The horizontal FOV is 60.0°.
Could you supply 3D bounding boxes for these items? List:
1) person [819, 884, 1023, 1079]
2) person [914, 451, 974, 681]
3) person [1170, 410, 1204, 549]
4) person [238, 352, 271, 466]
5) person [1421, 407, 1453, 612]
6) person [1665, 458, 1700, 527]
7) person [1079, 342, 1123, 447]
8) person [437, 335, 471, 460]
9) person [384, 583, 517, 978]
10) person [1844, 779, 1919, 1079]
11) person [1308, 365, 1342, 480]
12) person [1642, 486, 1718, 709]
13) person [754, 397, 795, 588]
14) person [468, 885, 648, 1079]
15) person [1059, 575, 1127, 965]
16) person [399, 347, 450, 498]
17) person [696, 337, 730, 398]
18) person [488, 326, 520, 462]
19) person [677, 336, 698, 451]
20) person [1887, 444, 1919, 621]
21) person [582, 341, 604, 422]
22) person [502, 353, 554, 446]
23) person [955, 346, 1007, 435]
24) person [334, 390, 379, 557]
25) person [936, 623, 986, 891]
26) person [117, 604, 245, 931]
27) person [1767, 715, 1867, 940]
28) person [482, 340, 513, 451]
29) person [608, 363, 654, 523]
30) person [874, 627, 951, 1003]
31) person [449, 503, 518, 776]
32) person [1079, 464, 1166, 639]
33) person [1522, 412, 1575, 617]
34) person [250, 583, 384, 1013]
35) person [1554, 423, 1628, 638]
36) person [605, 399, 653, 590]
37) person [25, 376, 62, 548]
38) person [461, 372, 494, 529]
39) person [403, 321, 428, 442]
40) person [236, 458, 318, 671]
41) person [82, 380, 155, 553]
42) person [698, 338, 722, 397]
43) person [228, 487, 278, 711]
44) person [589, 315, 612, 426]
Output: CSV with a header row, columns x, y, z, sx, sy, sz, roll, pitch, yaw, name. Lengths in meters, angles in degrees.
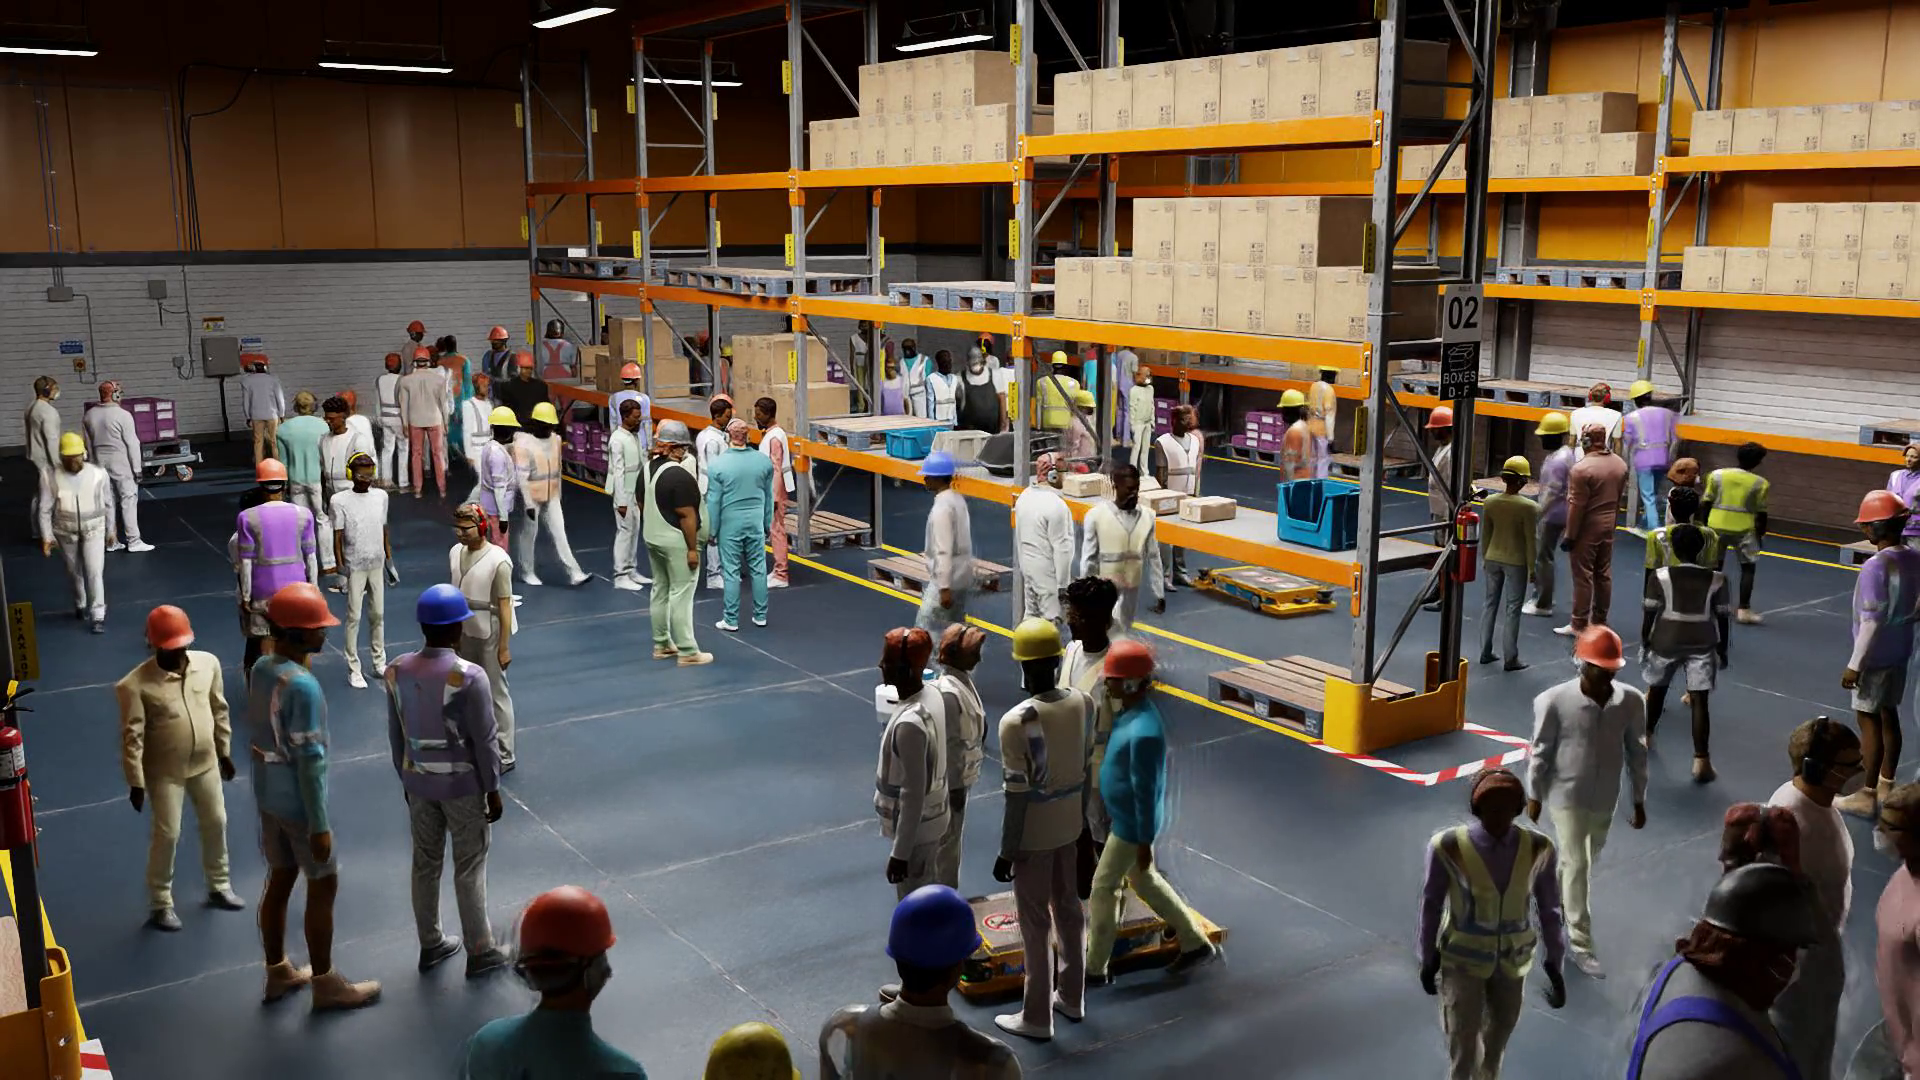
x,y,z,sx,sy,sz,roll,pitch,yaw,name
-0.088,1.870,4.519,0.618,1.945,0.394,5,12,24,person
-0.136,0.280,12.688,0.507,1.930,0.636,3,11,15,person
2.421,-0.673,18.377,0.695,1.604,0.529,-9,14,-38,person
-10.259,-1.917,24.509,0.715,1.716,0.585,-1,11,-4,person
4.522,-0.289,15.614,0.375,1.931,0.542,1,11,4,person
6.222,0.091,14.431,0.266,1.631,0.507,6,12,26,person
2.276,-2.411,26.814,0.751,1.803,0.470,5,12,25,person
-7.708,-2.151,25.288,0.630,1.884,0.527,1,11,7,person
-2.487,1.171,8.099,0.605,1.948,0.391,4,12,21,person
3.283,1.721,5.522,1.034,1.904,0.641,4,12,18,person
4.651,-1.385,21.256,0.389,1.929,0.594,-2,11,-11,person
5.398,0.439,12.508,0.534,1.694,0.320,1,11,5,person
-1.864,-0.480,16.666,0.411,1.908,0.596,-2,11,-12,person
-1.042,1.889,4.387,0.643,1.960,0.533,7,13,32,person
0.653,1.134,8.238,0.367,1.966,0.604,-6,12,-28,person
-7.048,-1.549,21.932,0.621,1.986,0.409,-4,12,-18,person
-3.604,-2.043,24.497,0.361,1.964,0.616,9,14,39,person
-6.885,-2.188,25.043,0.608,2.045,0.391,7,13,32,person
-4.230,-2.242,25.853,0.341,1.840,0.503,7,13,32,person
8.680,-0.071,15.235,0.308,1.645,0.514,-5,12,-24,person
-6.066,-2.433,27.236,0.541,1.679,0.555,-3,12,-17,person
-5.578,-1.441,21.482,0.633,1.949,1.035,-6,13,-29,person
0.263,-1.688,22.490,0.681,2.000,1.064,-2,11,-11,person
-6.524,-0.669,17.726,0.764,1.857,0.596,1,11,6,person
-0.022,1.230,8.590,0.312,1.639,0.512,1,11,4,person
-4.062,1.165,8.697,0.376,1.731,0.599,7,13,32,person
3.044,1.574,6.058,0.371,1.941,0.627,6,13,30,person
-7.240,-2.318,26.229,0.634,1.842,0.429,9,14,39,person
-3.947,-1.164,20.075,0.542,1.938,0.358,3,11,13,person
-0.226,1.311,7.550,0.356,1.883,0.572,1,11,6,person
-3.155,0.653,11.041,0.561,1.836,0.394,9,14,38,person
1.242,0.394,12.201,0.636,1.888,0.789,-6,13,-28,person
5.435,-0.232,15.384,0.442,1.906,0.612,3,11,14,person
-3.060,1.201,7.758,0.490,2.027,0.648,-10,15,-41,person
5.539,-0.087,14.659,0.639,1.902,0.407,-7,13,-32,person
-3.316,-0.454,16.538,0.400,1.909,0.596,1,11,7,person
-10.241,-0.877,18.662,0.641,1.926,0.397,10,15,42,person
-5.639,-1.036,19.589,0.439,1.867,0.606,3,12,16,person
-8.889,-2.588,27.248,0.413,1.985,0.615,1,11,5,person
-5.062,0.352,12.356,0.549,1.925,0.384,-8,14,-36,person
-9.266,-0.803,18.307,0.640,1.909,0.409,3,11,14,person
-3.623,-1.988,24.286,0.361,1.938,0.635,1,11,5,person
-5.235,0.439,12.490,0.318,1.697,0.535,2,11,10,person
-6.257,-2.999,29.393,0.612,1.962,0.367,6,13,30,person
